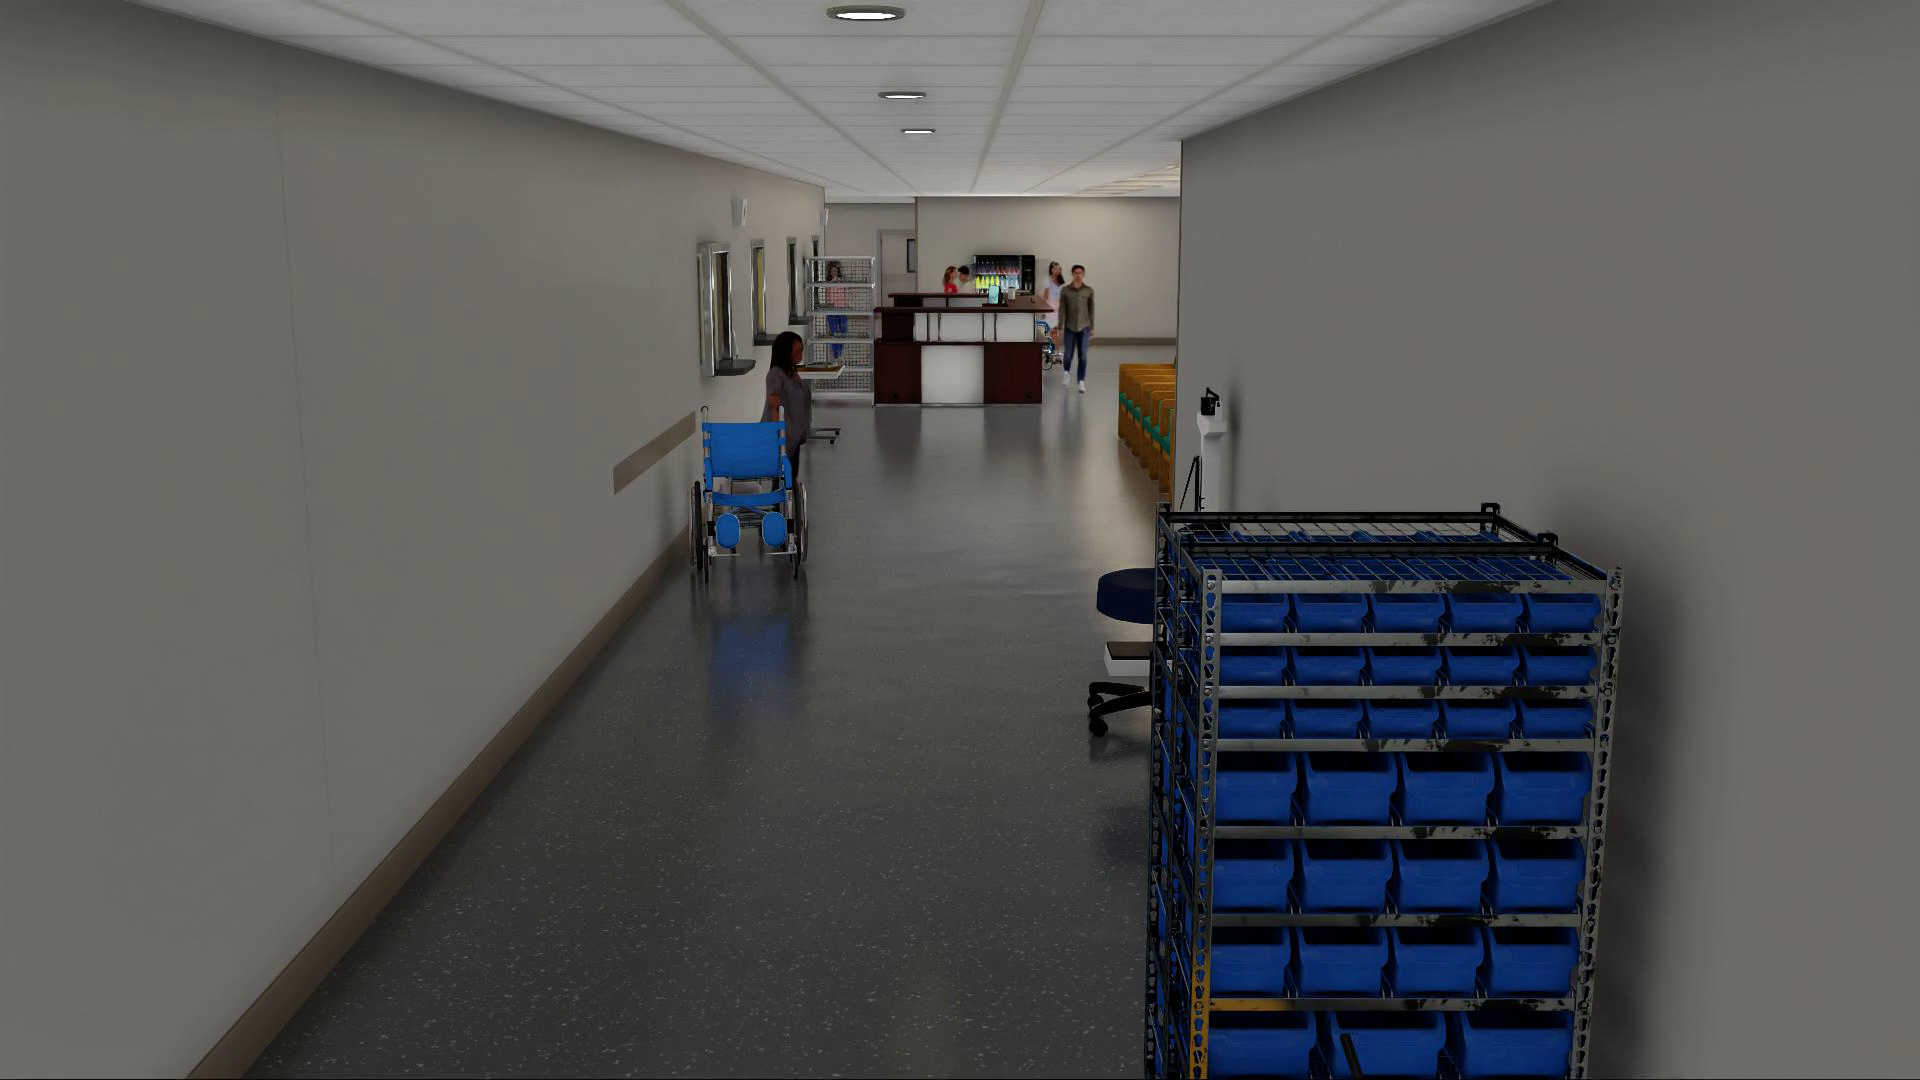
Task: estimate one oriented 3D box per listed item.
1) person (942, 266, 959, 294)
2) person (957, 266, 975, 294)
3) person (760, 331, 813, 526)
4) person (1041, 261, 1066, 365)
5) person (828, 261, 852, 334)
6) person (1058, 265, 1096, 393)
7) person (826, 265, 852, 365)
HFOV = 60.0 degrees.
[{"bbox_3d":[-0.264,-3.966,29.360,0.757,1.712,0.651,2,11,9],"label":"person"},{"bbox_3d":[0.210,-4.103,30.168,0.978,1.679,0.766,2,11,9],"label":"person"},{"bbox_3d":[-1.427,-0.876,13.368,0.678,1.603,0.668,1,11,7],"label":"person"},{"bbox_3d":[1.579,-3.947,29.051,0.948,1.790,0.999,-9,14,-40],"label":"person"},{"bbox_3d":[-2.631,-5.146,35.689,1.180,1.671,1.128,-7,13,-34],"label":"person"},{"bbox_3d":[1.707,-3.104,24.454,0.988,1.848,0.786,0,11,-3],"label":"person"},{"bbox_3d":[-2.121,-3.851,28.649,0.599,1.751,0.755,-2,11,-8],"label":"person"}]
